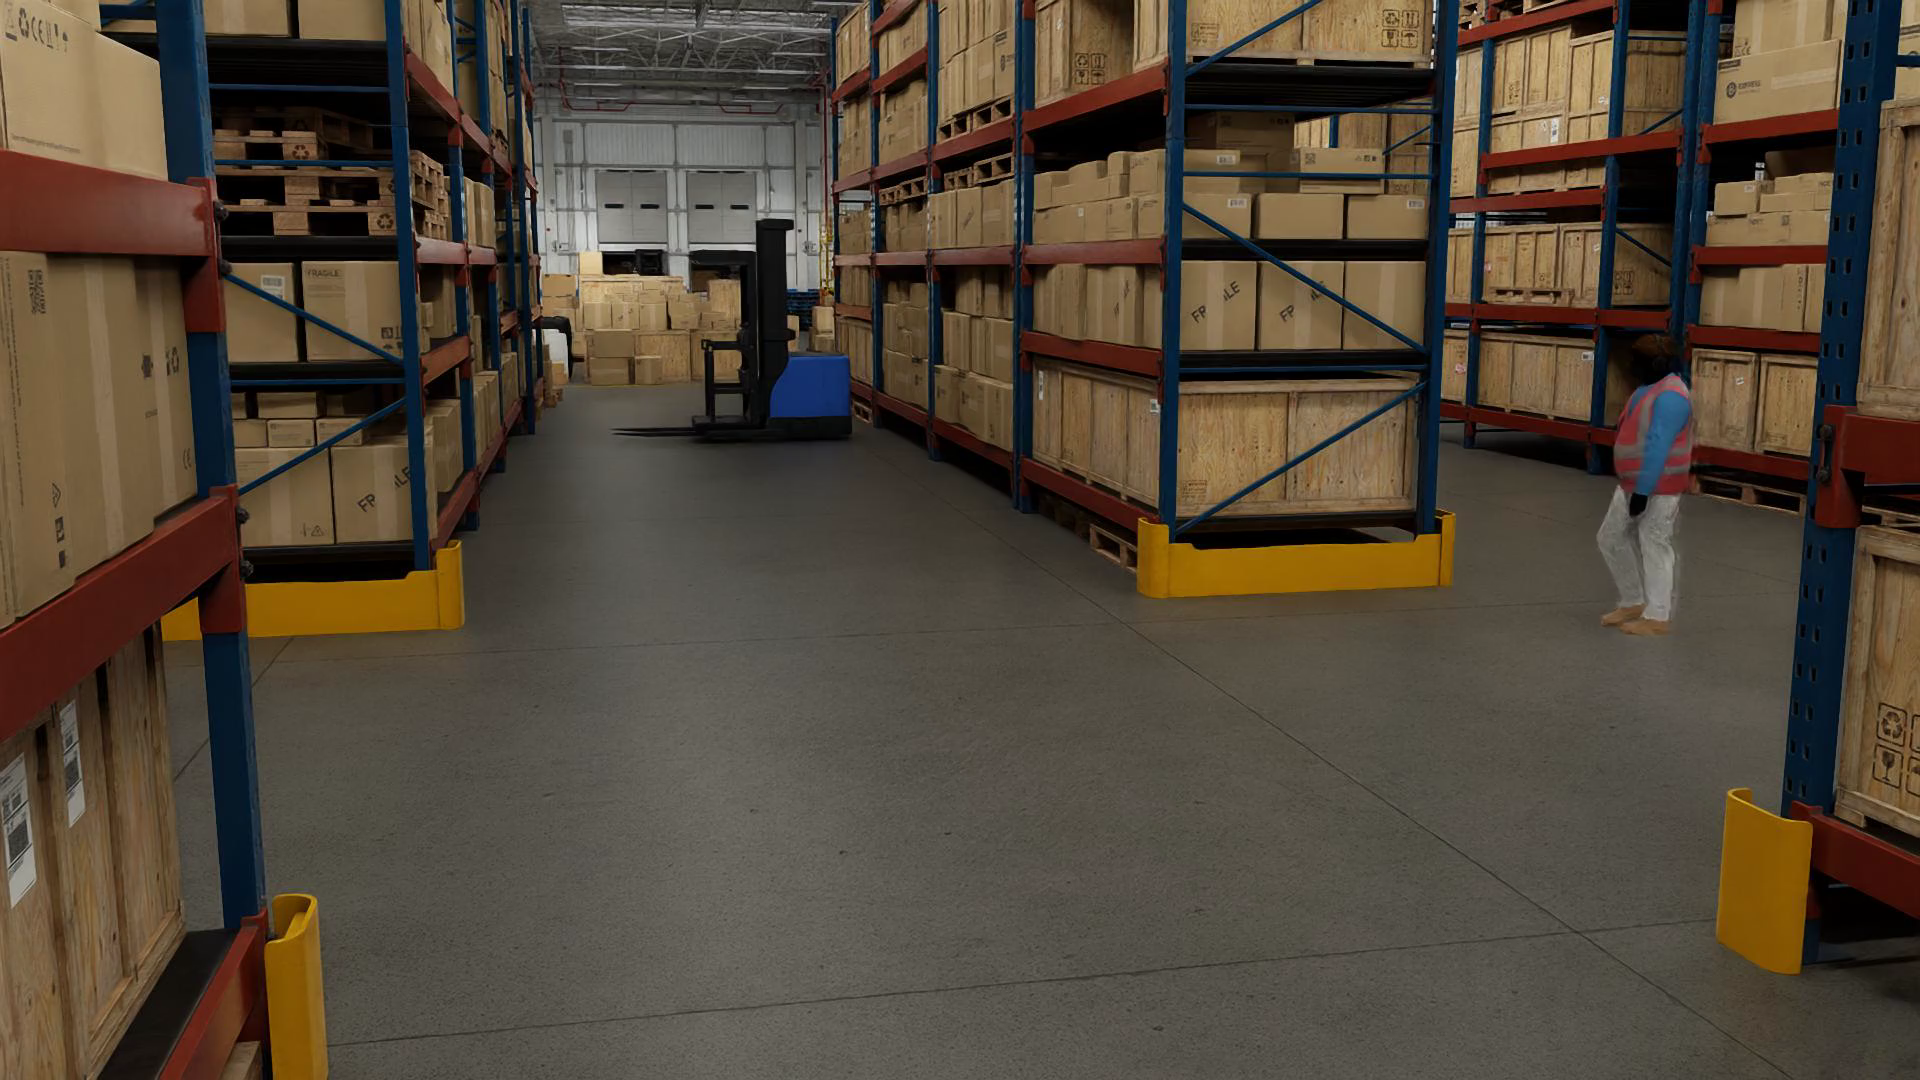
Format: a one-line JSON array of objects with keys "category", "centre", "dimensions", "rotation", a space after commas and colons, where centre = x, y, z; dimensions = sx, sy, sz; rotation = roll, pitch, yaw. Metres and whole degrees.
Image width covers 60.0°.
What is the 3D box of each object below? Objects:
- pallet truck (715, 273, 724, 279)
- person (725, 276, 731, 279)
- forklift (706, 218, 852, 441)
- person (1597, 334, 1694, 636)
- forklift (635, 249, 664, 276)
[{"category": "pallet truck", "centre": [-8.580, -8.986, 62.280], "dimensions": [1.885, 1.965, 0.823], "rotation": [1, 9, 5]}, {"category": "person", "centre": [-7.429, -7.511, 53.536], "dimensions": [0.445, 1.925, 0.628], "rotation": [1, 9, 7]}, {"category": "forklift", "centre": [-2.396, -2.729, 21.460], "dimensions": [1.873, 2.768, 1.129], "rotation": [-2, 10, -12]}, {"category": "person", "centre": [4.097, -0.320, 9.985], "dimensions": [0.509, 1.821, 0.629], "rotation": [0, 9, 2]}, {"category": "forklift", "centre": [-10.500, -8.463, 56.408], "dimensions": [1.129, 2.768, 1.873], "rotation": [-7, 12, -38]}]
